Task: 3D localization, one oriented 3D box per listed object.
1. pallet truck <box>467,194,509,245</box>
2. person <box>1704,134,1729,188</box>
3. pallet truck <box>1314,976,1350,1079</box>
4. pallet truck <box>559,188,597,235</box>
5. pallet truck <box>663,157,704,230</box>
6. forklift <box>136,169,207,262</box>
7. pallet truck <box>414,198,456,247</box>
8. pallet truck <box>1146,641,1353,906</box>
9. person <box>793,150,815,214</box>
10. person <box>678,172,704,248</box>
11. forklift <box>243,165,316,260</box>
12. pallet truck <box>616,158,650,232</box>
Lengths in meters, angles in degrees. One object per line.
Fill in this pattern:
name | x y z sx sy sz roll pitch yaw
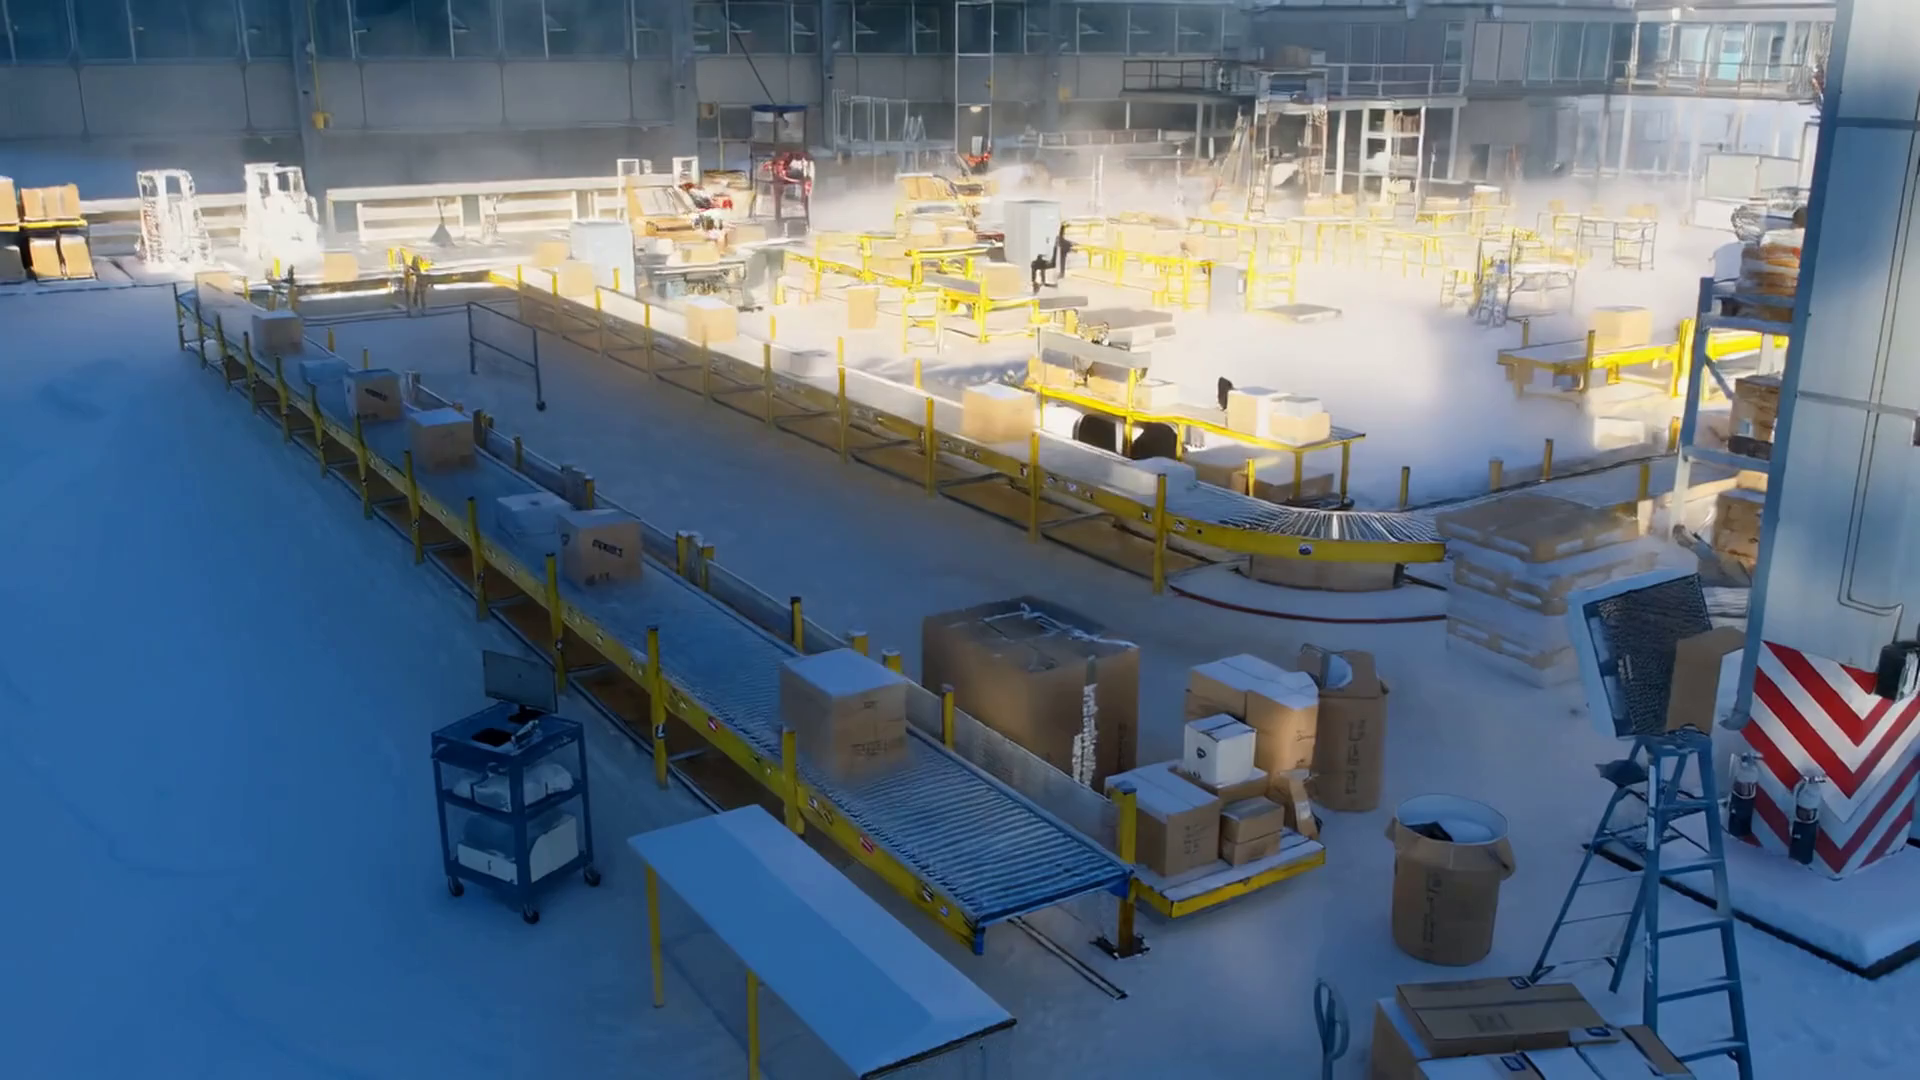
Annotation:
pallet truck | -11.983 -8.177 42.137 0.704 1.261 1.522 -11 20 -33
person | 26.384 -13.176 57.828 0.575 1.851 0.892 -9 19 -27
pallet truck | 2.299 2.390 7.086 1.601 1.201 0.680 -2 17 -7
pallet truck | -10.010 -8.652 43.699 0.653 1.274 1.630 -10 20 -31
pallet truck | -7.586 -9.308 44.692 0.823 1.965 1.885 -11 20 -33
forklift | -17.842 -7.318 37.559 1.157 1.987 2.680 -10 20 -31
pallet truck | -13.250 -8.060 41.856 0.680 1.201 1.601 -10 20 -31
pallet truck | 1.664 1.407 10.232 1.630 1.274 0.653 -10 20 -31
person | -4.556 -10.446 48.690 0.644 1.881 0.704 -1 17 -5
person | -6.271 -7.554 38.807 0.635 2.024 0.477 3 17 10
forklift | -15.898 -7.669 38.708 1.157 1.987 2.680 -11 20 -33
pallet truck | -8.918 -9.176 44.255 0.823 1.965 1.885 -9 19 -27
